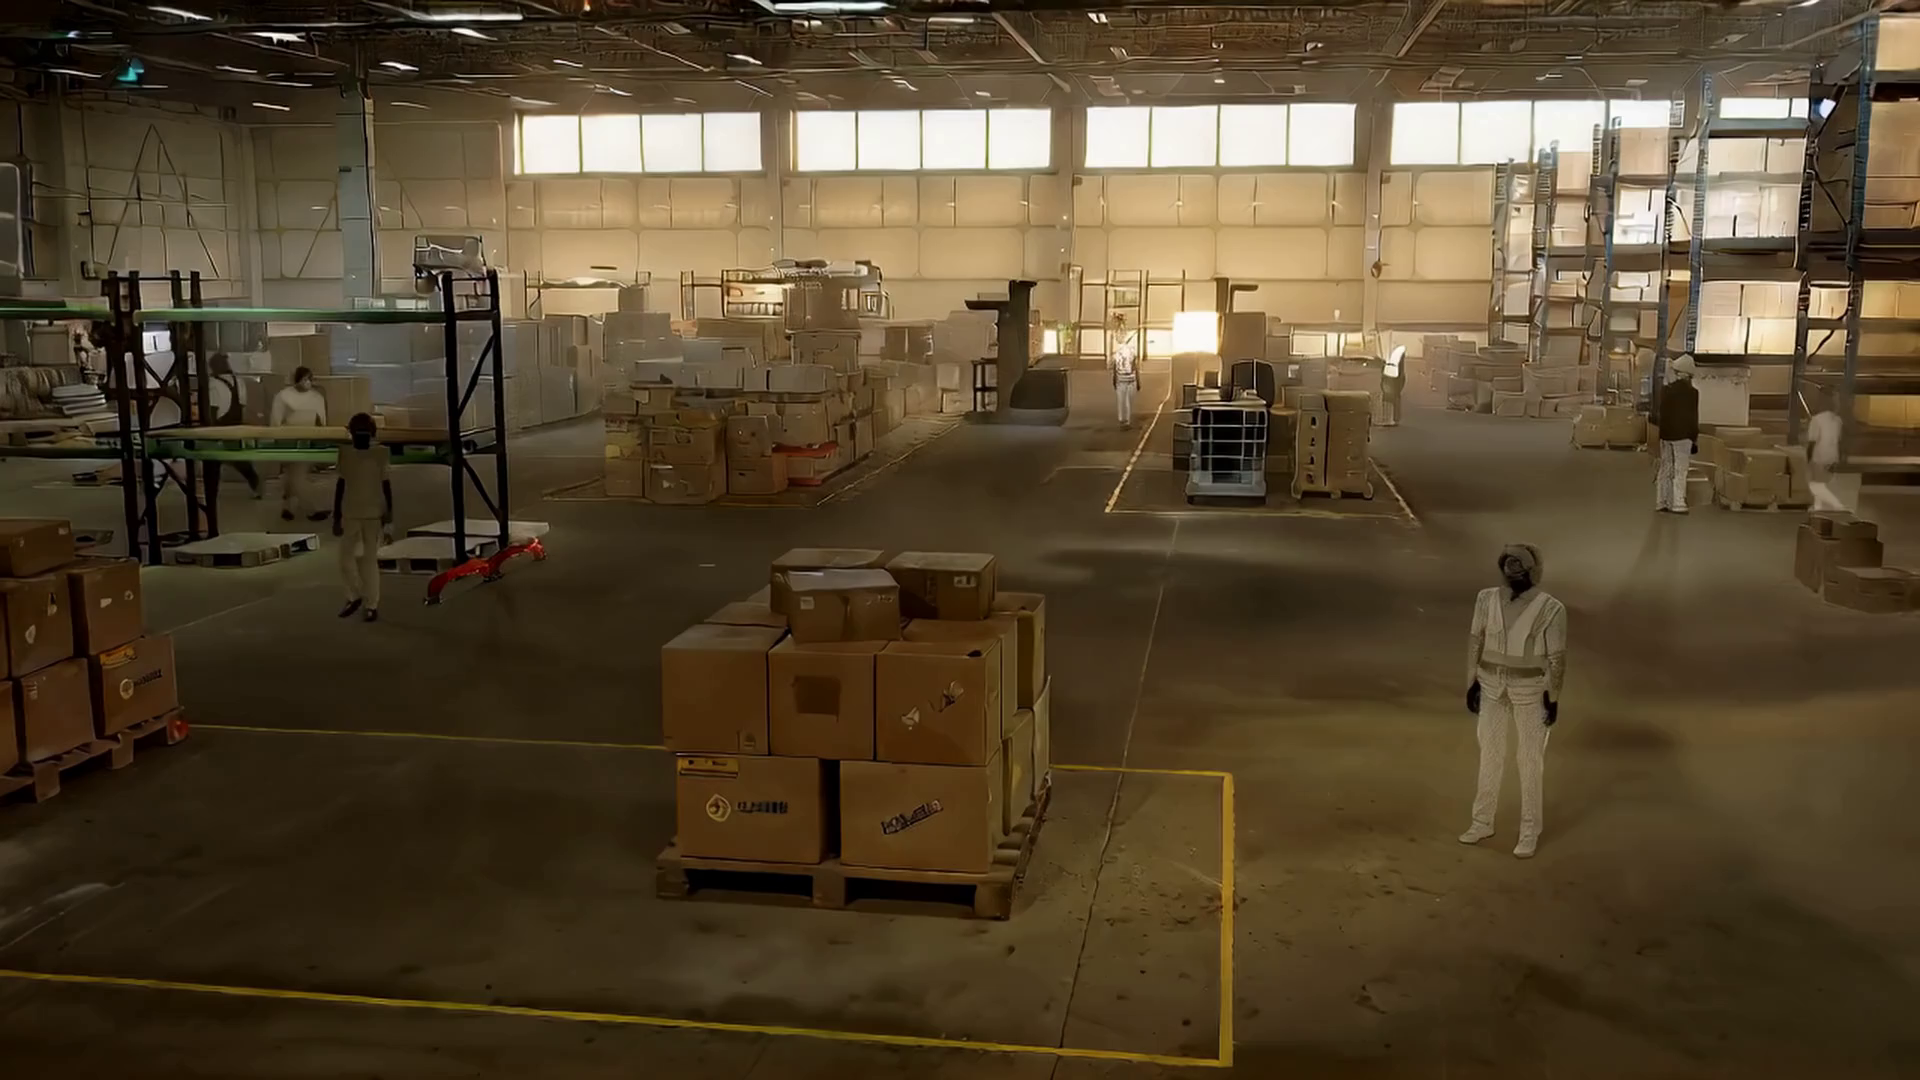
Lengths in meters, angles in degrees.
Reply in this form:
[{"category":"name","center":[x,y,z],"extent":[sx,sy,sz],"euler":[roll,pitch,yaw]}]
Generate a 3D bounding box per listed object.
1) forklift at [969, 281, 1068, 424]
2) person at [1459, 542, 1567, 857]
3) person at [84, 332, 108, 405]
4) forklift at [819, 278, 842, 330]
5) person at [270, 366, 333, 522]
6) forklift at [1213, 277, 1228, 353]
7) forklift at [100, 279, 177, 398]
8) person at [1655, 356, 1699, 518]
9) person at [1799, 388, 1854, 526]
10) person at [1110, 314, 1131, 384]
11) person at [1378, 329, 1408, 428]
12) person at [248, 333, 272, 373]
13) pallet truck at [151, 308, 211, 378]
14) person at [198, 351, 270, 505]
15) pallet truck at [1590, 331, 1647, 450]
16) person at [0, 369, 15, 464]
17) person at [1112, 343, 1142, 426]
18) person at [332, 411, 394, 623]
[{"category":"forklift","center":[1.194,-3.753,33.059],"extent":[1.873,2.768,1.129],"euler":[1,9,9]},{"category":"person","center":[2.892,0.818,8.685],"extent":[0.512,1.640,0.309],"euler":[8,12,41]},{"category":"person","center":[-18.716,-3.652,36.076],"extent":[0.318,1.697,0.535],"euler":[2,9,14]},{"category":"forklift","center":[-3.270,-5.243,42.251],"extent":[1.873,2.768,1.129],"euler":[1,9,9]},{"category":"person","center":[-7.979,-1.156,20.110],"extent":[0.962,1.881,0.651],"euler":[6,11,31]},{"category":"forklift","center":[7.580,-6.240,48.402],"extent":[1.873,2.768,1.129],"euler":[1,9,9]},{"category":"forklift","center":[-19.606,-4.720,39.027],"extent":[1.873,2.768,1.129],"euler":[1,9,9]},{"category":"person","center":[8.843,-1.268,20.457],"extent":[0.382,1.993,0.622],"euler":[-3,10,-19]},{"category":"person","center":[10.150,-0.936,19.401],"extent":[0.537,1.671,0.629],"euler":[-7,12,-37]},{"category":"person","center":[4.288,-5.051,44.180],"extent":[0.536,1.894,1.016],"euler":[-3,10,-20]},{"category":"person","center":[8.367,-3.111,32.096],"extent":[0.397,1.911,0.587],"euler":[-5,11,-30]},{"category":"person","center":[-12.559,-2.776,30.063],"extent":[0.643,1.897,0.915],"euler":[0,9,-2]},{"category":"pallet truck","center":[-21.869,-5.598,47.154],"extent":[0.823,1.965,1.885],"euler":[4,10,26]},{"category":"person","center":[-9.455,-1.458,21.487],"extent":[0.901,2.000,0.689],"euler":[2,9,14]},{"category":"pallet truck","center":[11.253,-2.573,28.499],"extent":[0.823,1.965,1.885],"euler":[5,10,27]},{"category":"person","center":[-14.887,-2.049,25.586],"extent":[0.589,1.903,0.865],"euler":[3,10,16]},{"category":"person","center":[3.258,-3.024,32.415],"extent":[0.565,1.617,0.487],"euler":[1,9,5]},{"category":"person","center":[-5.135,-0.196,14.337],"extent":[0.580,1.840,0.460],"euler":[1,9,8]}]
